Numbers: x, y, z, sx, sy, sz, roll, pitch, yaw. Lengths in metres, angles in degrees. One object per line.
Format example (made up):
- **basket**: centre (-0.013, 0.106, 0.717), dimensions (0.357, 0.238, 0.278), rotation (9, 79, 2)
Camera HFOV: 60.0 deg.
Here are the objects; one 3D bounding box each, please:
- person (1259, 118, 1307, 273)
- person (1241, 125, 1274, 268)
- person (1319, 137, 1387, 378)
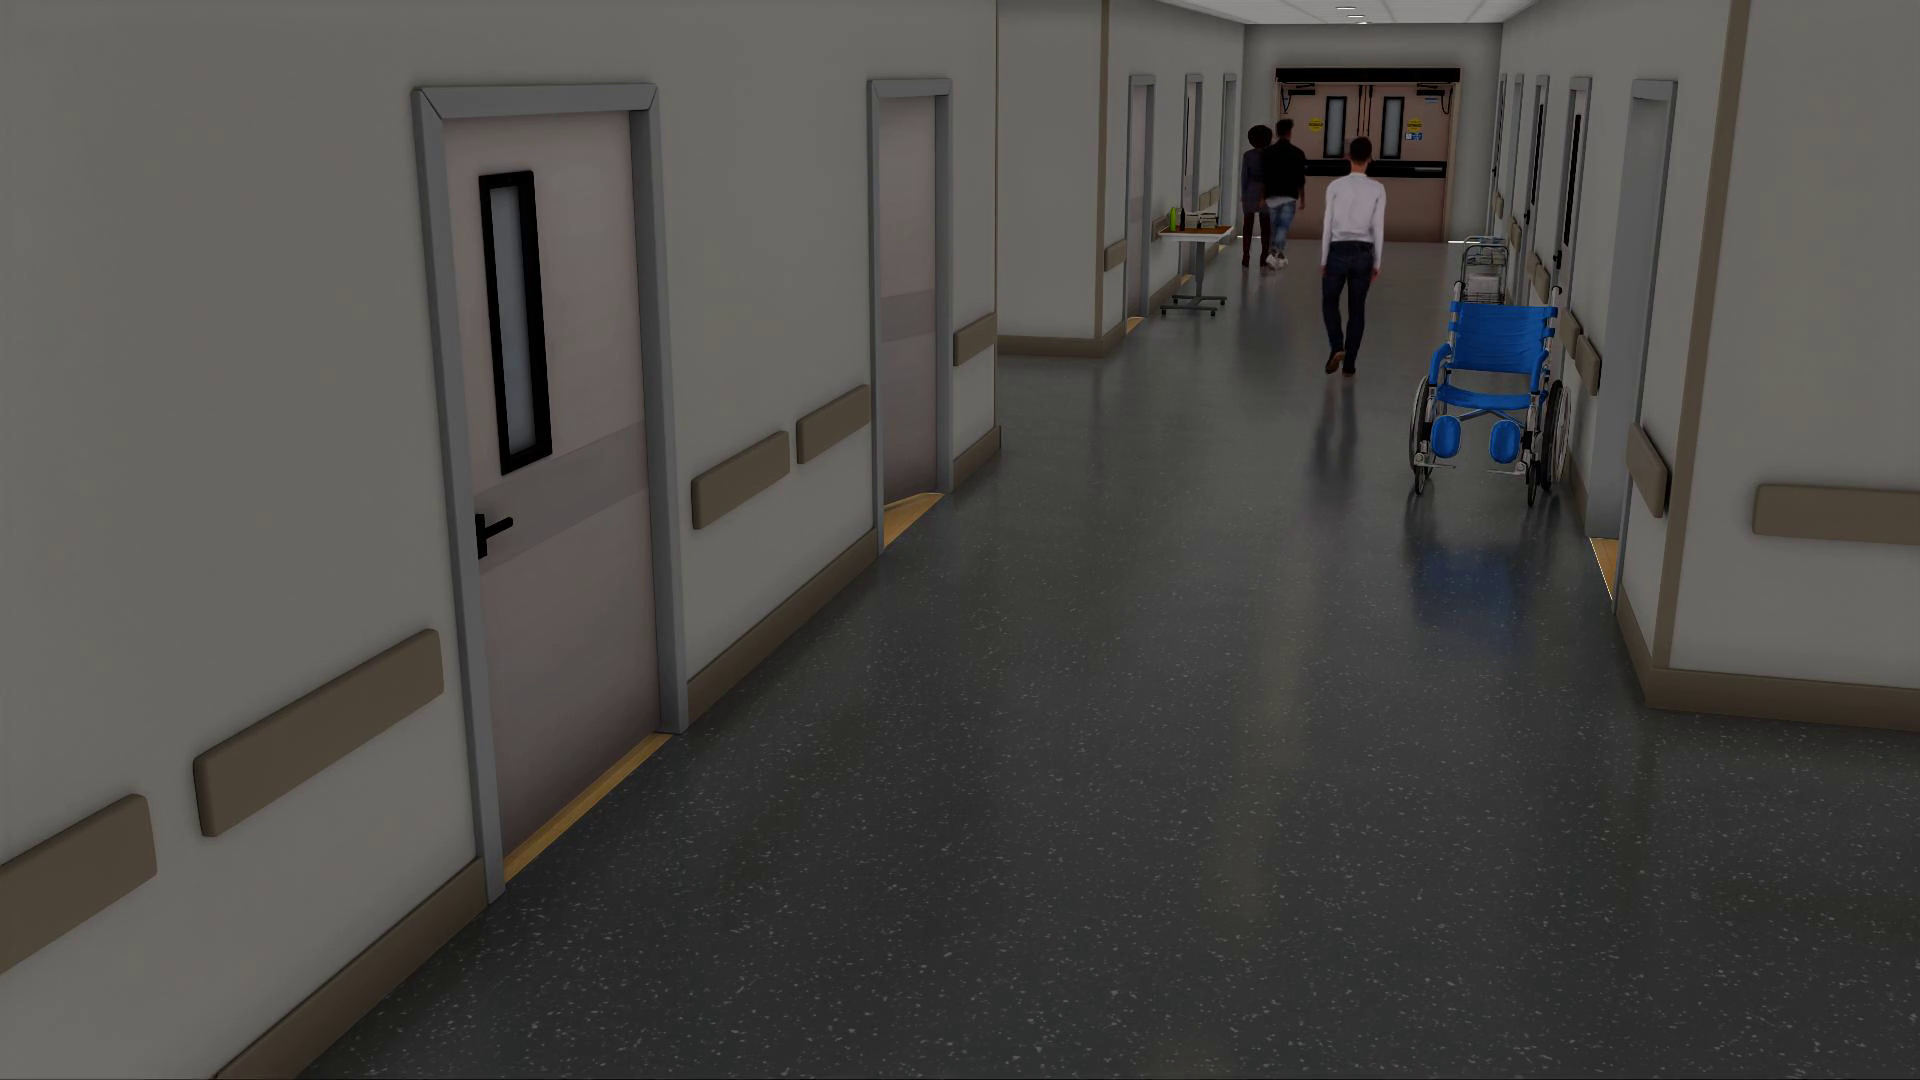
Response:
- **person**: centre (3.813, -4.092, 19.871), dimensions (0.889, 1.777, 1.239), rotation (9, 18, 28)
- **person**: centre (3.678, -4.249, 20.548), dimensions (0.570, 1.710, 0.502), rotation (4, 16, 14)
- **person**: centre (3.026, -2.166, 12.907), dimensions (0.640, 1.849, 0.737), rotation (3, 16, 11)
